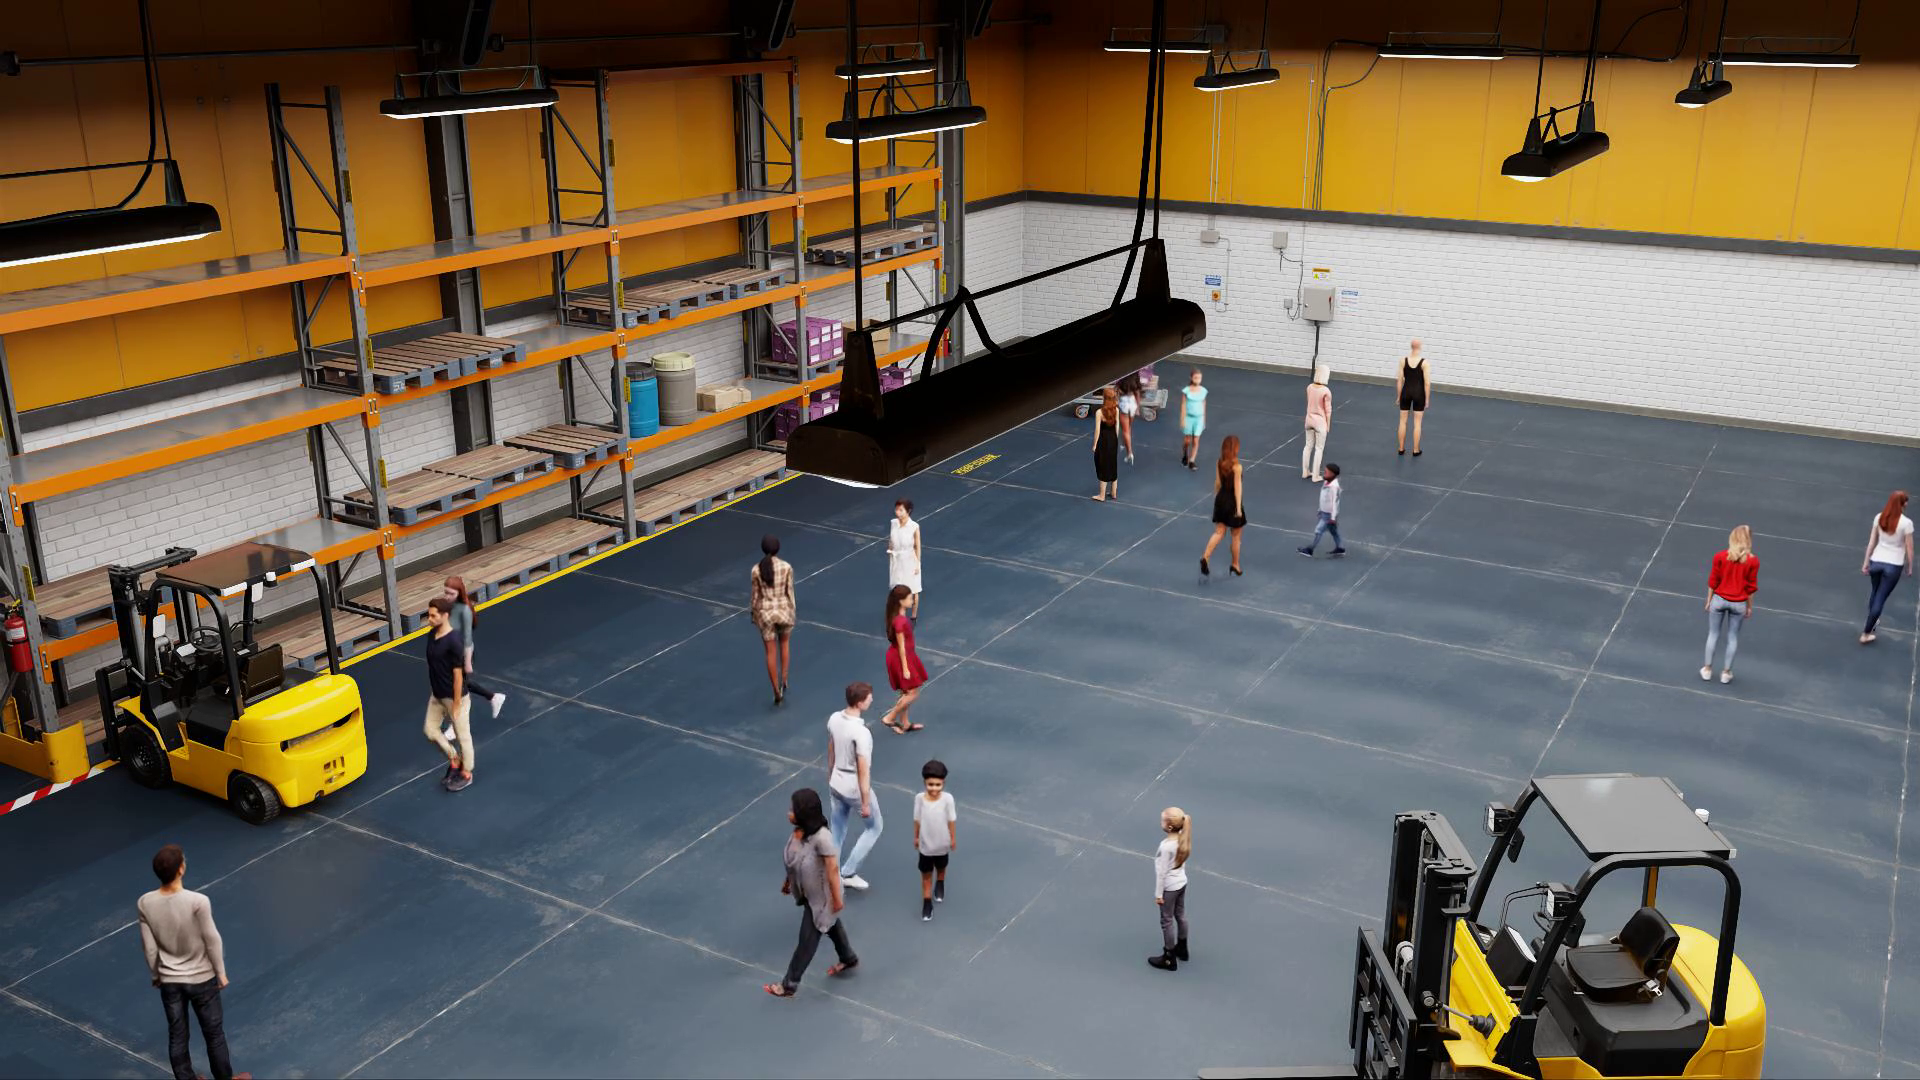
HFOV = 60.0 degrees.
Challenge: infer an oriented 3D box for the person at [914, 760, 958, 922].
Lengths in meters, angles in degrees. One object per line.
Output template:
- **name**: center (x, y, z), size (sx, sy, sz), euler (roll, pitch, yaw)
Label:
- **person**: center (-0.194, 2.311, 13.149), size (0.699, 1.242, 0.845), euler (0, 19, 1)

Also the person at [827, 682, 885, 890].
- **person**: center (-0.917, 2.009, 13.124), size (0.865, 1.831, 0.801), euler (17, 25, 41)

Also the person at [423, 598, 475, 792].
- **person**: center (-4.531, 1.366, 15.005), size (0.698, 1.849, 0.628), euler (14, 23, 35)

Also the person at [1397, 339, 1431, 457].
- **person**: center (6.979, -2.201, 25.654), size (0.650, 1.813, 0.506), euler (10, 21, 26)

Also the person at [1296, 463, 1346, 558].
- **person**: center (4.746, -0.360, 21.103), size (0.745, 1.228, 0.848), euler (2, 19, 7)

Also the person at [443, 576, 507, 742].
- **person**: center (-4.730, 1.113, 15.981), size (1.031, 1.705, 0.827), euler (-14, 23, -36)

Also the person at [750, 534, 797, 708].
- **person**: center (-1.851, 0.838, 16.695), size (0.849, 1.771, 0.928), euler (-3, 19, -9)

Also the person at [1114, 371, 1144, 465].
- **person**: center (2.554, -1.923, 25.178), size (0.970, 1.590, 0.972), euler (-8, 20, -21)

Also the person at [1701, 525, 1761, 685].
- **person**: center (8.009, 0.667, 17.315), size (0.646, 1.700, 0.554), euler (8, 20, 22)

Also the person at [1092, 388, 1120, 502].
- **person**: center (2.072, -1.355, 23.434), size (0.640, 1.625, 0.723), euler (-11, 22, -30)

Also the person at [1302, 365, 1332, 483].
- **person**: center (5.224, -1.724, 24.377), size (0.633, 1.725, 0.653), euler (-15, 24, -37)

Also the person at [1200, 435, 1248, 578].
- **person**: center (3.196, -0.365, 20.189), size (1.031, 1.821, 0.810), euler (-14, 23, -35)

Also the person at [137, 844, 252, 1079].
- **person**: center (-4.970, 2.808, 10.694), size (0.740, 1.868, 0.745), euler (0, 19, 1)

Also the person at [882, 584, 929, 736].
- **person**: center (-0.619, 1.174, 16.056), size (0.796, 1.543, 0.748), euler (-3, 19, -9)

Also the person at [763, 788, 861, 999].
- **person**: center (-0.961, 2.515, 12.050), size (1.140, 1.558, 0.977), euler (-10, 21, -26)

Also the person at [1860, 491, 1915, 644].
- **person**: center (10.143, 0.324, 18.312), size (0.979, 1.713, 0.803), euler (-13, 23, -34)

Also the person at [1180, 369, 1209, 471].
- **person**: center (3.484, -1.824, 24.950), size (0.672, 1.549, 0.725), euler (-2, 19, -5)

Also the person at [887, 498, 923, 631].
- **person**: center (-0.622, 0.259, 18.754), size (0.547, 1.556, 0.505), euler (10, 21, 27)

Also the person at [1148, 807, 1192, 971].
- **person**: center (1.583, 2.566, 12.343), size (0.579, 1.274, 0.459), euler (14, 23, 36)
